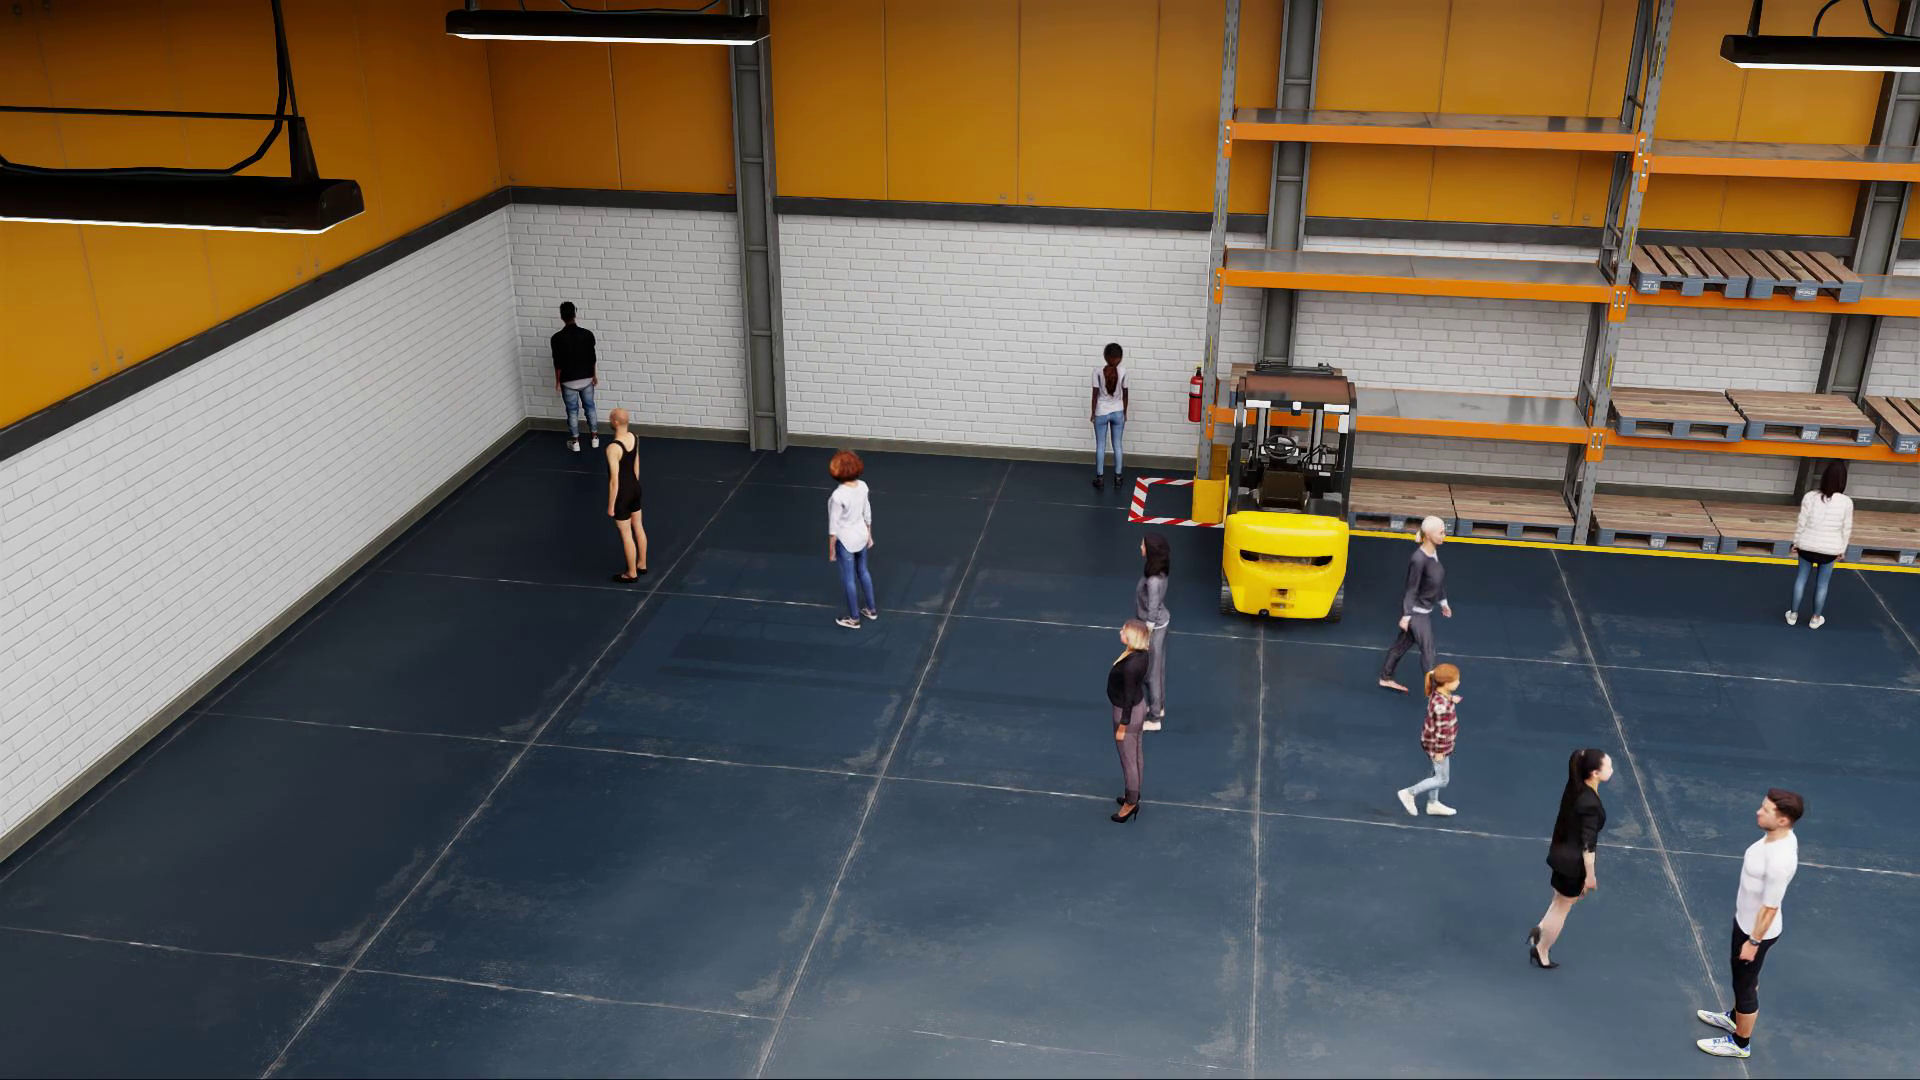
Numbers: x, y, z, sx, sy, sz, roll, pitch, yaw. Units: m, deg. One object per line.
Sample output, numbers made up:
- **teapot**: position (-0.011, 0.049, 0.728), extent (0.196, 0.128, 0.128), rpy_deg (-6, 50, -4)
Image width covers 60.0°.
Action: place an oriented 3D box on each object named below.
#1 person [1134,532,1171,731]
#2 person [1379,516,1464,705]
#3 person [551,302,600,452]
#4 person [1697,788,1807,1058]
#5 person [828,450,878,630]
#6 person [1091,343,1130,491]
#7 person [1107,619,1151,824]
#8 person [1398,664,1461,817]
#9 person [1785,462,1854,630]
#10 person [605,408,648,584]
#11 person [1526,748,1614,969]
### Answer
- **person**: position (1.611, 0.752, 13.860), extent (0.552, 1.764, 0.626), rpy_deg (7, 25, 16)
- **person**: position (3.879, 0.569, 14.364), extent (1.026, 1.695, 0.762), rpy_deg (11, 26, 23)
- **person**: position (-4.619, -1.966, 20.030), extent (0.749, 1.803, 0.846), rpy_deg (-11, 26, -24)
- **person**: position (4.865, 2.325, 10.152), extent (0.639, 1.851, 0.727), rpy_deg (10, 25, 21)
- **person**: position (-1.003, -0.015, 15.699), extent (0.794, 1.695, 0.779), rpy_deg (17, 29, 34)
- **person**: position (1.697, -1.412, 18.866), extent (0.551, 1.718, 0.698), rpy_deg (-2, 24, -5)
- **person**: position (1.299, 1.357, 12.592), extent (0.554, 1.672, 0.617), rpy_deg (7, 25, 16)
- **person**: position (3.584, 1.531, 12.657), extent (0.685, 1.299, 0.565), rpy_deg (6, 24, 14)
- **person**: position (8.083, 0.045, 15.639), extent (0.604, 1.634, 0.747), rpy_deg (13, 27, 27)
- **person**: position (-3.318, -0.451, 16.547), extent (0.577, 1.816, 0.677), rpy_deg (9, 25, 19)
- **person**: position (3.911, 2.092, 10.896), extent (0.584, 1.682, 0.634), rpy_deg (3, 24, 6)
